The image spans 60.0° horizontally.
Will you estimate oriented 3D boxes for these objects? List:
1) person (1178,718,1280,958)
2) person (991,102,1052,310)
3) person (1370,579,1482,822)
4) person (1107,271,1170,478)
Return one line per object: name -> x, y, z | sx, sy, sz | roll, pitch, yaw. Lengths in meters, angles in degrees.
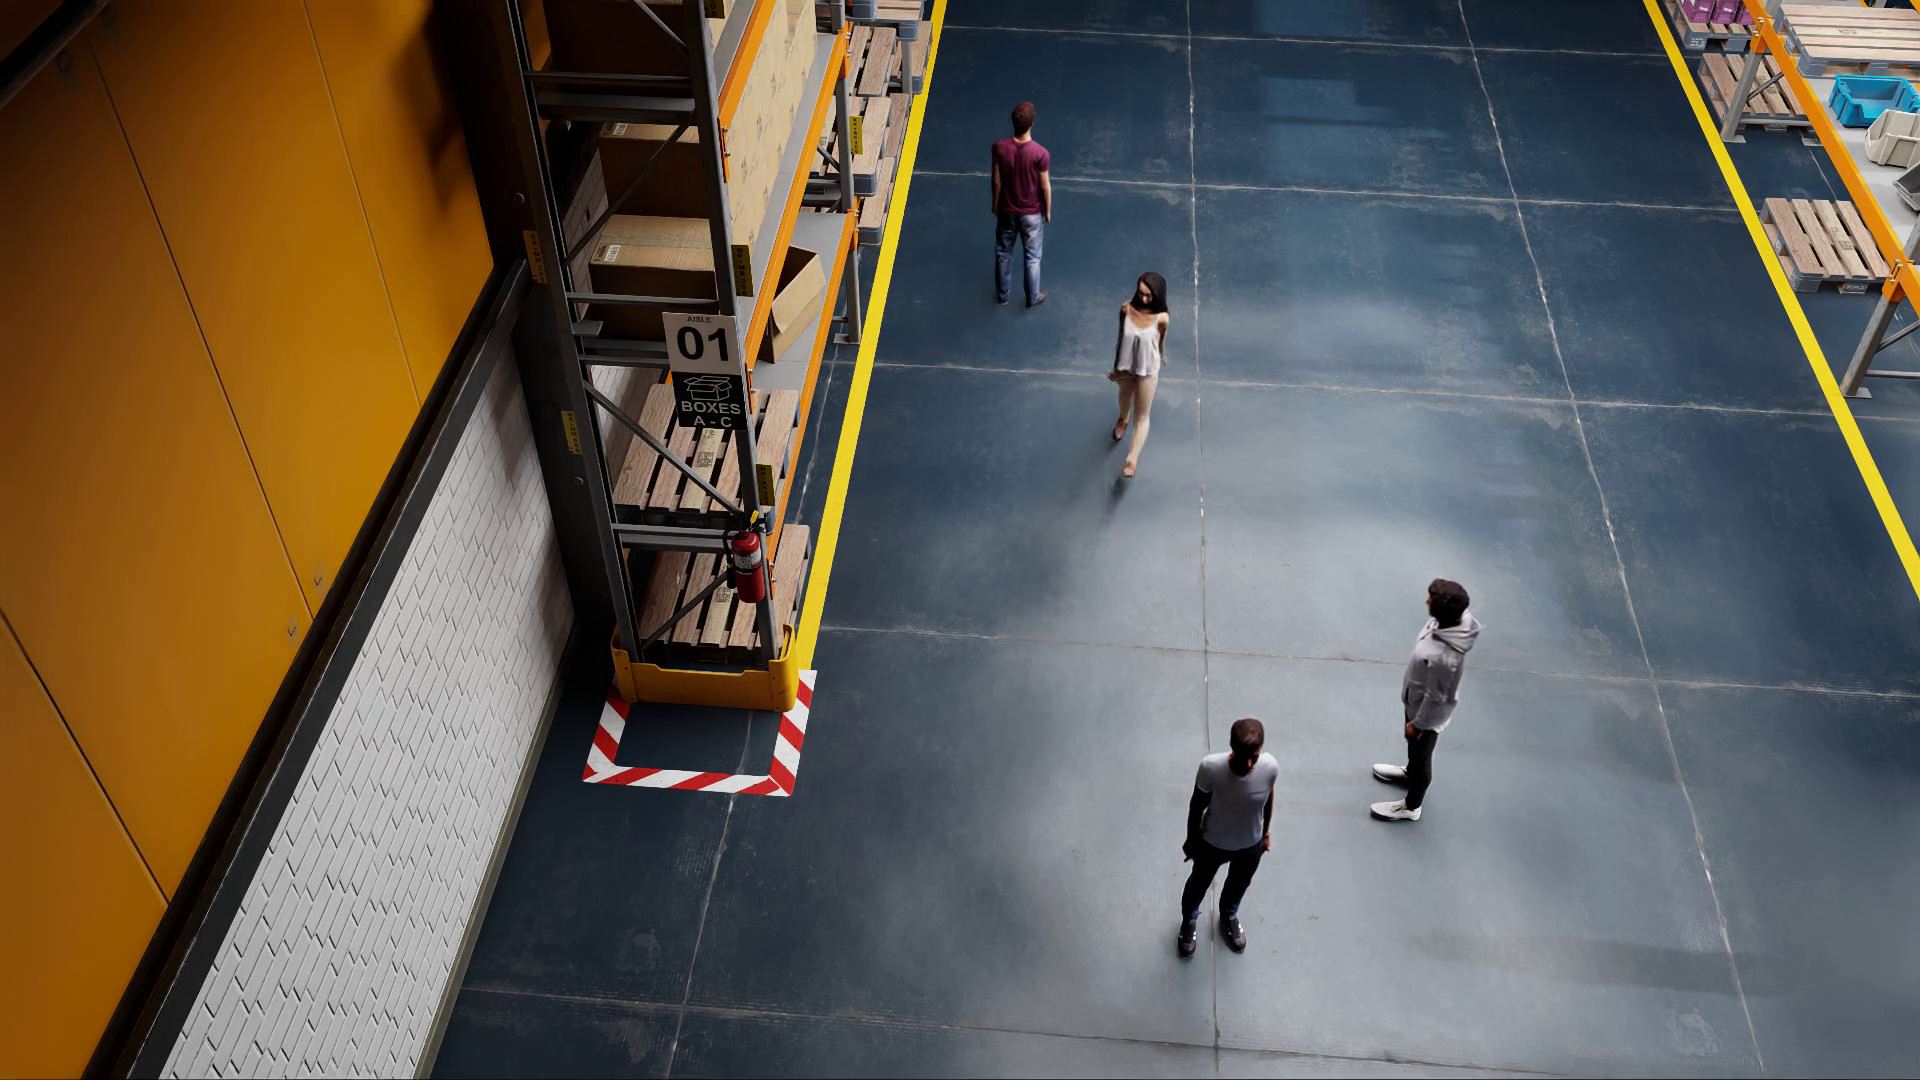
person -> 1.479, 1.620, 9.150 | 0.682, 1.867, 0.599 | -5, 44, -5
person -> 0.497, -2.756, 13.756 | 0.708, 1.851, 0.616 | 13, 45, 13
person -> 2.775, 0.944, 9.816 | 0.771, 1.928, 0.563 | 9, 44, 10
person -> 1.230, -1.193, 12.284 | 1.102, 1.618, 0.754 | 4, 44, 5
